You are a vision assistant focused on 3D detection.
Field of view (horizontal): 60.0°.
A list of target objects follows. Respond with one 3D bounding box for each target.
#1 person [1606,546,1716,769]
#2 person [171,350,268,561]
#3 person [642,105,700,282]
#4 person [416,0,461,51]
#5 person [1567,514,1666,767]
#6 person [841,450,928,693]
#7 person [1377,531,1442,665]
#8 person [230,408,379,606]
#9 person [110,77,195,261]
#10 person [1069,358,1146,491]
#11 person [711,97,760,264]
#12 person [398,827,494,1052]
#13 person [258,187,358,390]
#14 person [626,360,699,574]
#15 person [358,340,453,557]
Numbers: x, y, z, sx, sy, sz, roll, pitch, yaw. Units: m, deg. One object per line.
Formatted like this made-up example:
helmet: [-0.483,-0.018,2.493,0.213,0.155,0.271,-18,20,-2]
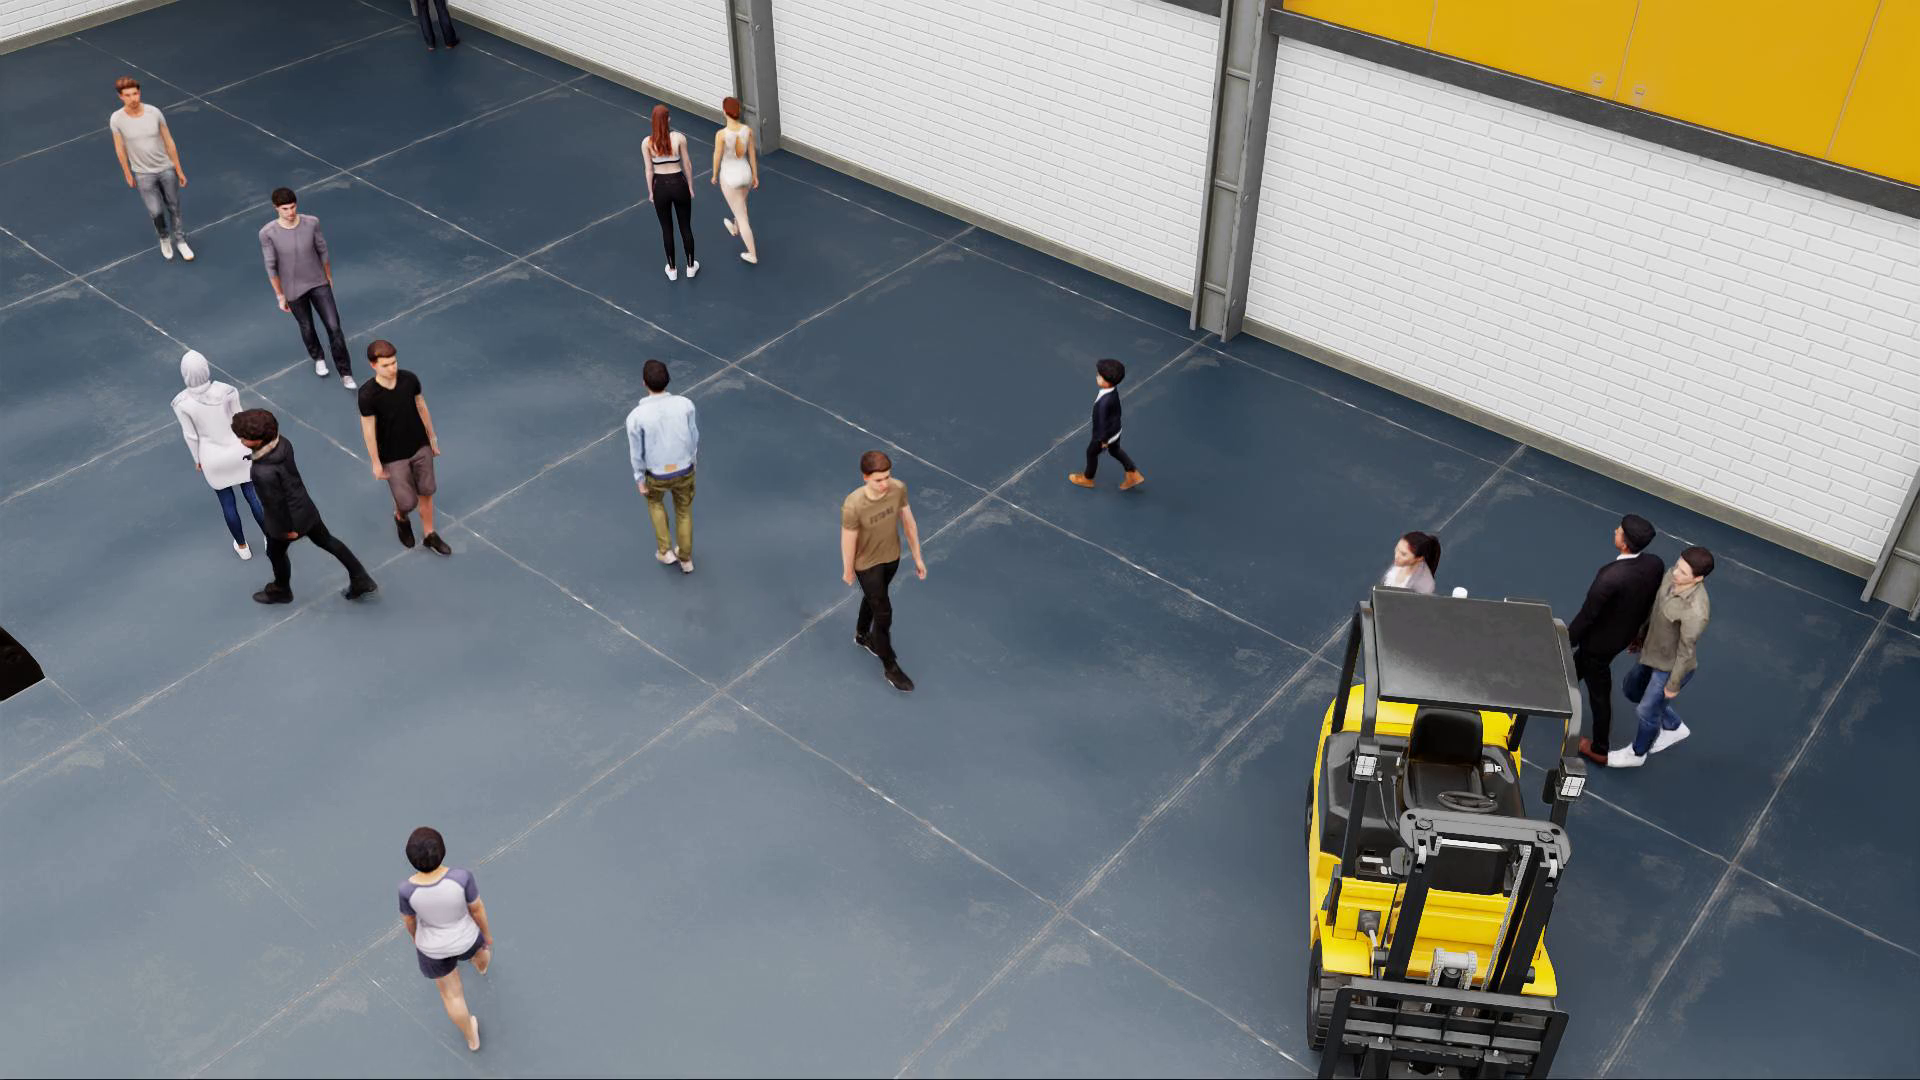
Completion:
person: [4.557,0.753,10.542,0.986,1.854,0.924,4,39,5]
person: [-5.446,-0.625,12.331,0.684,1.776,0.667,-17,42,-20]
person: [-2.724,-3.275,15.677,0.668,1.740,0.710,-7,39,-8]
person: [-6.456,-6.848,20.094,0.721,1.813,0.790,-2,39,-3]
person: [4.197,0.685,10.637,0.930,1.842,1.190,-20,43,-23]
person: [-0.623,0.096,11.390,0.723,1.823,1.006,-31,48,-33]
person: [2.979,0.596,10.895,0.807,1.659,0.747,0,39,0]
person: [-4.679,-0.210,11.837,1.213,1.743,1.063,3,39,3]
person: [-7.740,-3.580,15.946,0.742,1.881,0.746,-22,44,-25]
person: [1.216,-0.893,13.119,0.873,1.210,0.632,17,42,20]
person: [-2.090,-3.409,15.950,0.653,1.609,1.014,-28,47,-31]
person: [-2.751,2.193,8.993,0.863,1.536,1.022,-13,40,-15]
person: [-5.653,-2.224,14.295,0.901,1.822,1.061,-17,42,-20]
person: [-2.102,-0.476,12.124,0.798,1.800,0.813,-14,41,-17]
person: [-4.181,-0.708,12.369,0.759,1.857,0.698,31,48,33]
